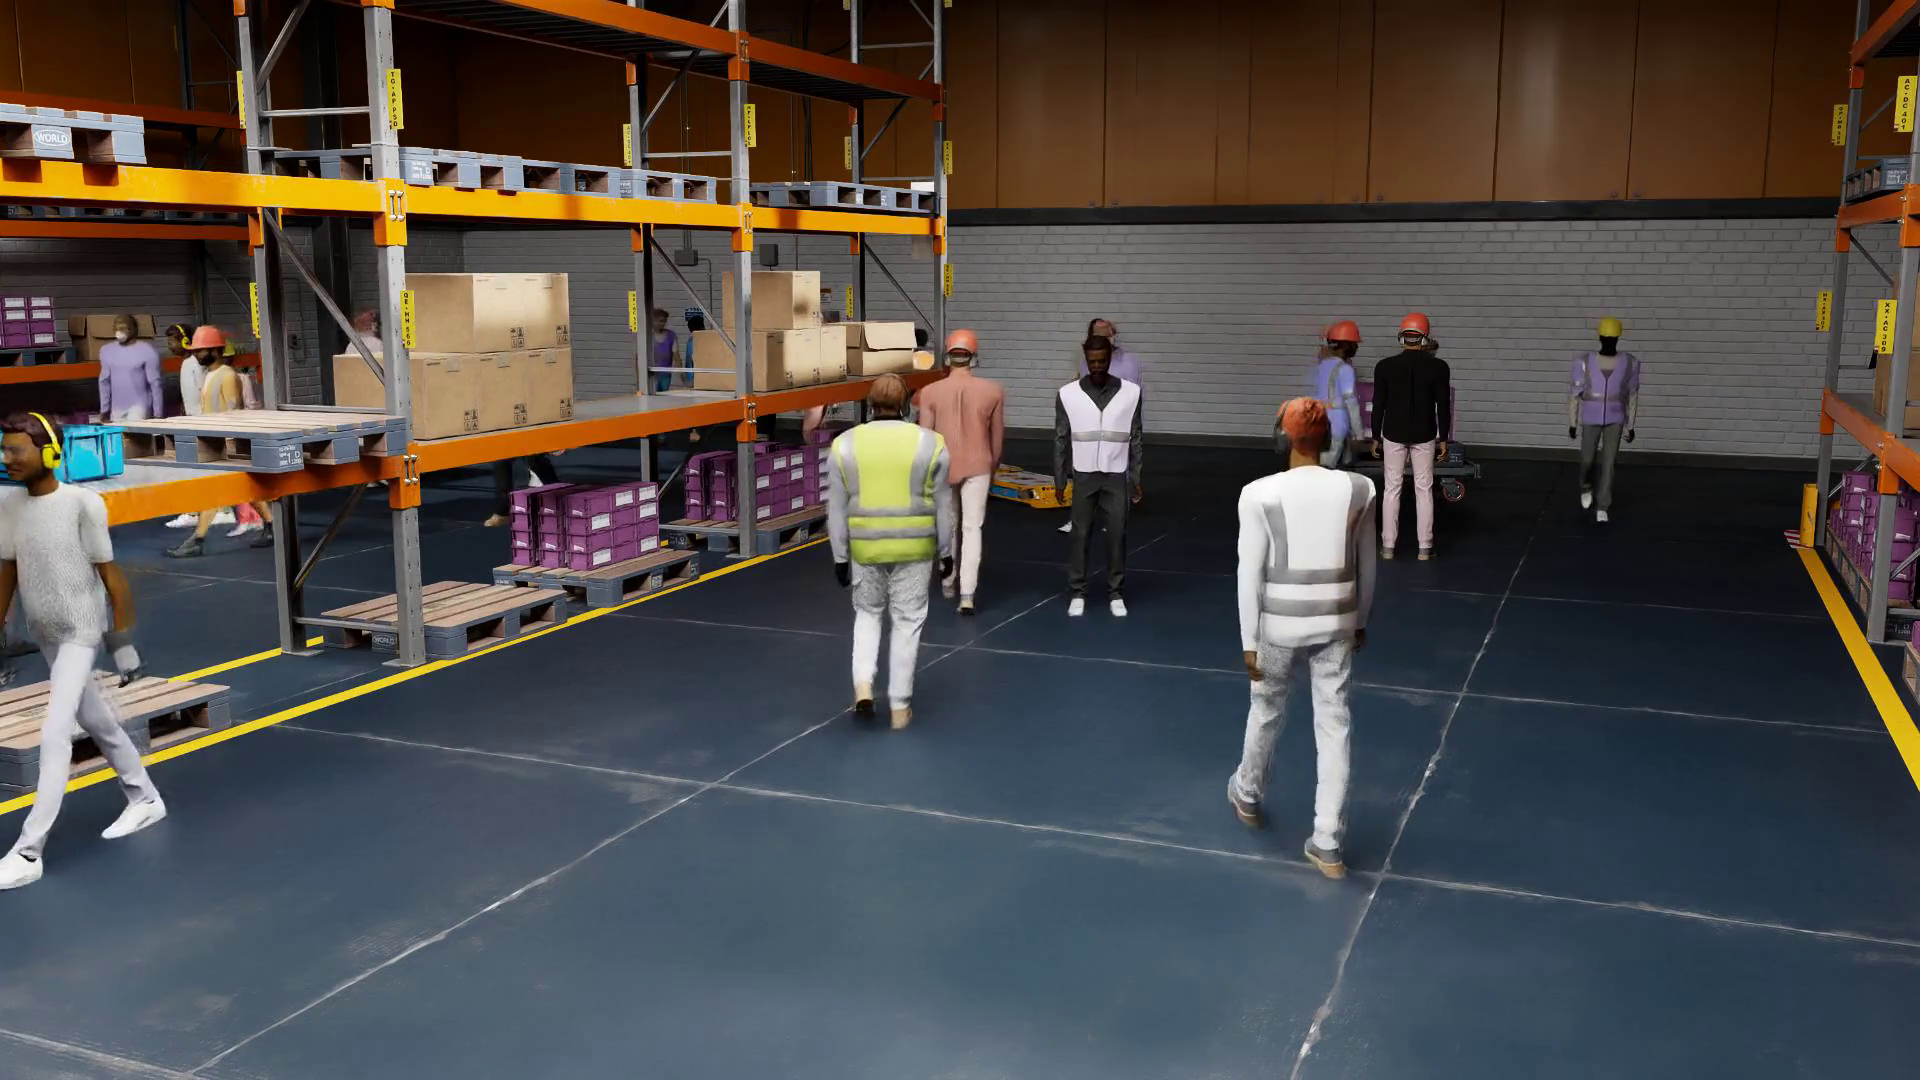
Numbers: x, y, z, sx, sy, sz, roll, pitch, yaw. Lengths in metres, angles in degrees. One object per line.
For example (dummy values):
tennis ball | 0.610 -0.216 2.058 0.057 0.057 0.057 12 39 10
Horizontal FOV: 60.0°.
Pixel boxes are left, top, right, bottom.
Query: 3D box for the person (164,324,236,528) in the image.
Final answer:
person | -7.004 -1.029 15.084 0.754 1.833 0.557 -6 11 -34

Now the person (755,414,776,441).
person | -2.692 -2.344 22.579 0.375 1.997 0.612 2 10 13

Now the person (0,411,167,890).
person | -3.571 0.389 6.579 0.538 1.813 0.996 4 10 22

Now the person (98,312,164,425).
person | -8.241 -1.325 16.672 0.631 1.916 0.867 2 10 12

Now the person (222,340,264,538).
person | -6.325 -0.881 14.478 0.592 1.737 0.621 6 11 32

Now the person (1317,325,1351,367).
person | 4.559 -1.787 20.270 0.307 1.645 0.519 -7 12 -36

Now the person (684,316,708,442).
person | -3.557 -2.172 22.439 0.322 1.697 0.530 -1 9 -4

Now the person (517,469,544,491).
person | -4.480 -1.371 17.227 0.404 1.824 0.586 -3 10 -17

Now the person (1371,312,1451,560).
person | 3.636 -0.835 13.436 0.619 1.992 0.396 3 10 17

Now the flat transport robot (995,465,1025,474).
flat transport robot | 0.090 -0.728 18.005 0.652 0.197 1.431 -5 11 -28

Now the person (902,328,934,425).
person | -0.413 -1.530 18.620 0.581 1.664 0.592 -7 12 -35

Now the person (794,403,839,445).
person | -1.638 -1.561 18.177 0.695 1.880 0.672 -6 11 -33

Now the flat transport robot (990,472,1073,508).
flat transport robot | 0.700 -0.517 16.724 0.652 0.197 1.431 -6 11 -31

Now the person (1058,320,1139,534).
person | 1.198 -0.967 14.548 0.663 1.877 0.824 8 12 40

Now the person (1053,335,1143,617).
person | 0.934 -0.432 11.272 0.605 1.908 0.402 0 9 -2

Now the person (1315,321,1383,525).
person | 3.380 -0.985 14.687 1.014 1.878 0.572 -1 9 -9

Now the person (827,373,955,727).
person | -0.341 0.058 8.538 0.629 1.828 0.443 1 9 7

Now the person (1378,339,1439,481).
person | 4.862 -1.365 17.831 0.722 1.608 0.526 3 10 15

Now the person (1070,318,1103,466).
person | 1.493 -1.561 18.445 0.513 1.807 0.957 -7 11 -35

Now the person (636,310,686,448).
person | -3.916 -2.108 21.778 0.567 1.789 0.925 -7 12 -37

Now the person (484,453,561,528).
person | -4.025 -1.165 15.299 0.684 2.000 0.914 4 10 23

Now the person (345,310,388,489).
person | -6.173 -1.474 17.590 0.655 1.894 0.431 7 12 38

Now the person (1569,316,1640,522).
person | 6.024 -1.146 15.585 0.596 1.911 0.716 3 10 19

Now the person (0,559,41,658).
person | -5.913 -0.110 9.826 0.528 1.742 0.778 5 11 29

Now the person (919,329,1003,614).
person | 0.004 -0.481 11.512 0.581 1.941 1.065 1 9 4

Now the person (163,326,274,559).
person | -6.056 -0.813 13.668 1.022 1.884 0.567 -8 12 -41

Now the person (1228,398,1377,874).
person | 1.384 0.345 6.762 0.598 1.840 0.951 -1 9 -3
